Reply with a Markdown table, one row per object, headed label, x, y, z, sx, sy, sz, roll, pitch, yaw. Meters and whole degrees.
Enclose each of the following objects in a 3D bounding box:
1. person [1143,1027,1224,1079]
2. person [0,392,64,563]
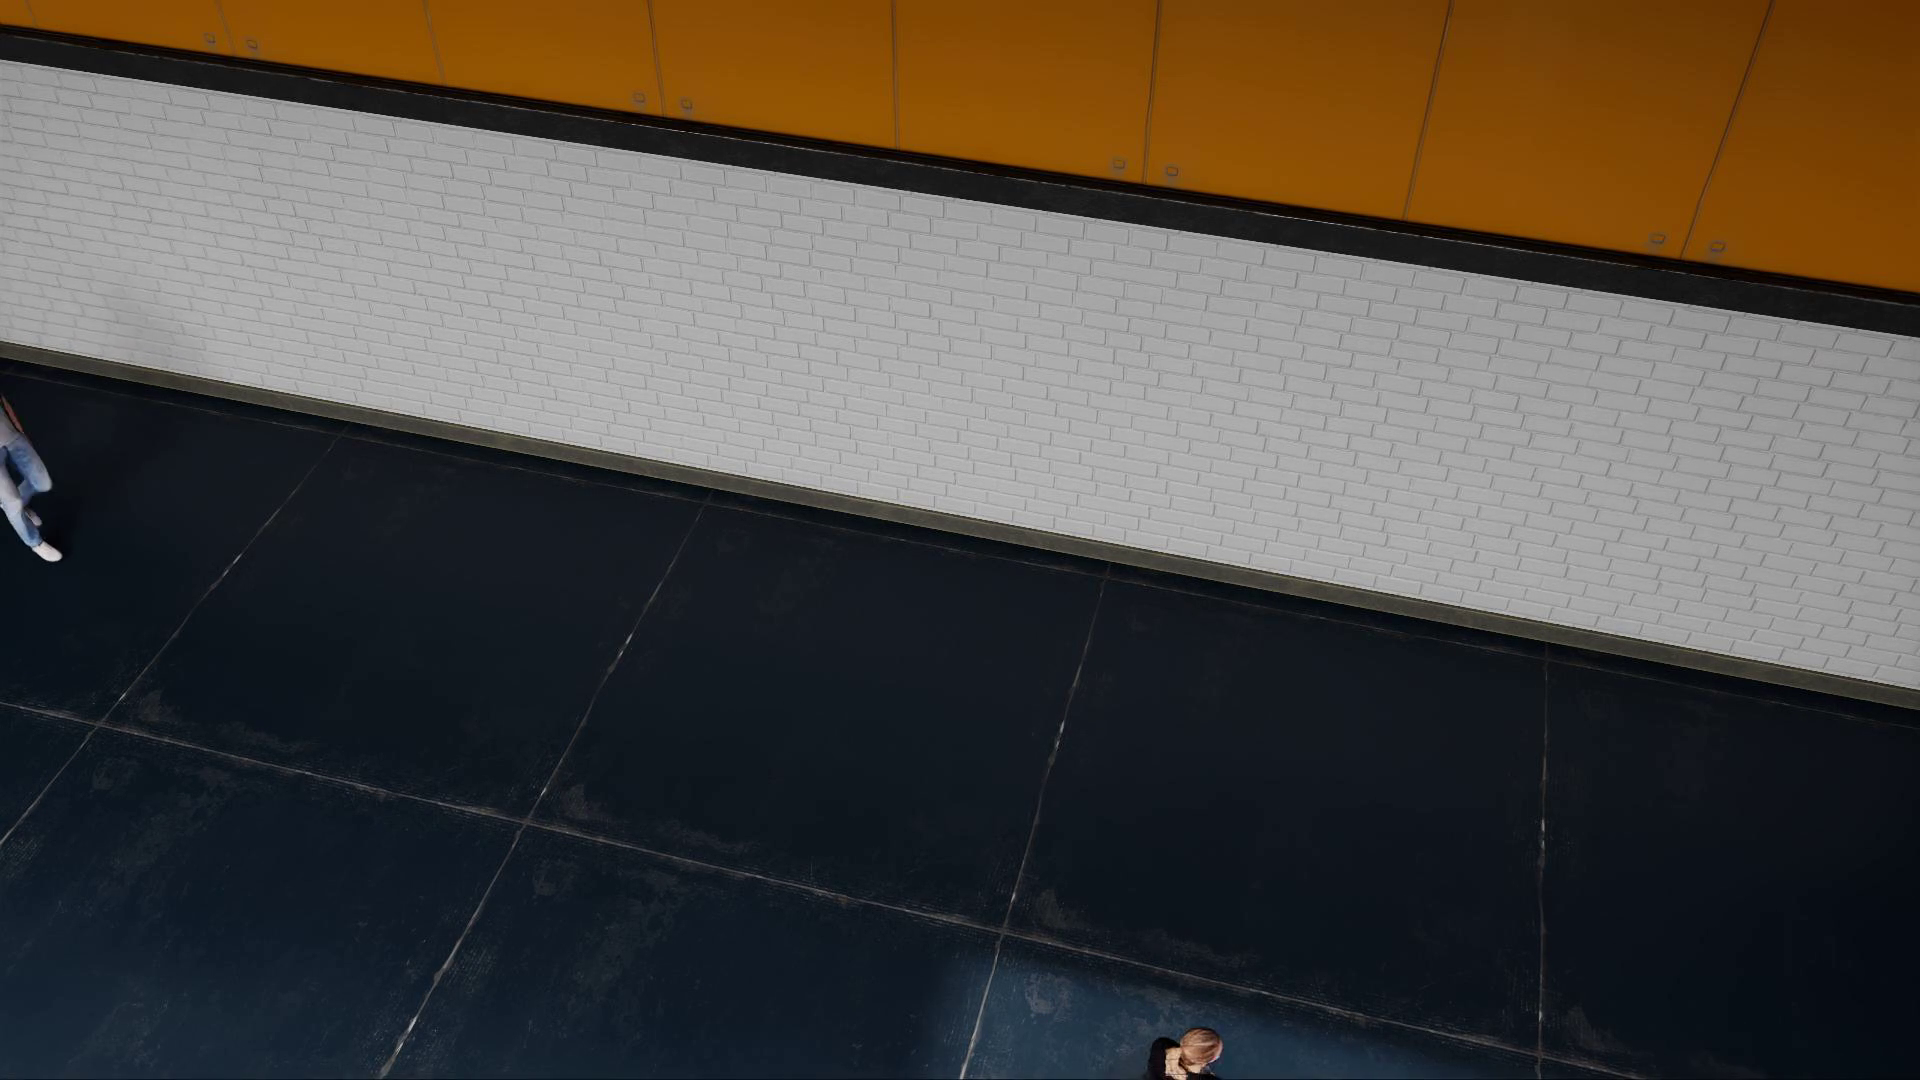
| label | x | y | z | sx | sy | sz | roll | pitch | yaw |
| --- | --- | --- | --- | --- | --- | --- | --- | --- | --- |
| person | 0.928 | 2.818 | 7.789 | 1.094 | 1.665 | 1.028 | -23 | 48 | -23 |
| person | -6.604 | -0.630 | 11.283 | 0.784 | 1.838 | 0.758 | 17 | 46 | 17 |
